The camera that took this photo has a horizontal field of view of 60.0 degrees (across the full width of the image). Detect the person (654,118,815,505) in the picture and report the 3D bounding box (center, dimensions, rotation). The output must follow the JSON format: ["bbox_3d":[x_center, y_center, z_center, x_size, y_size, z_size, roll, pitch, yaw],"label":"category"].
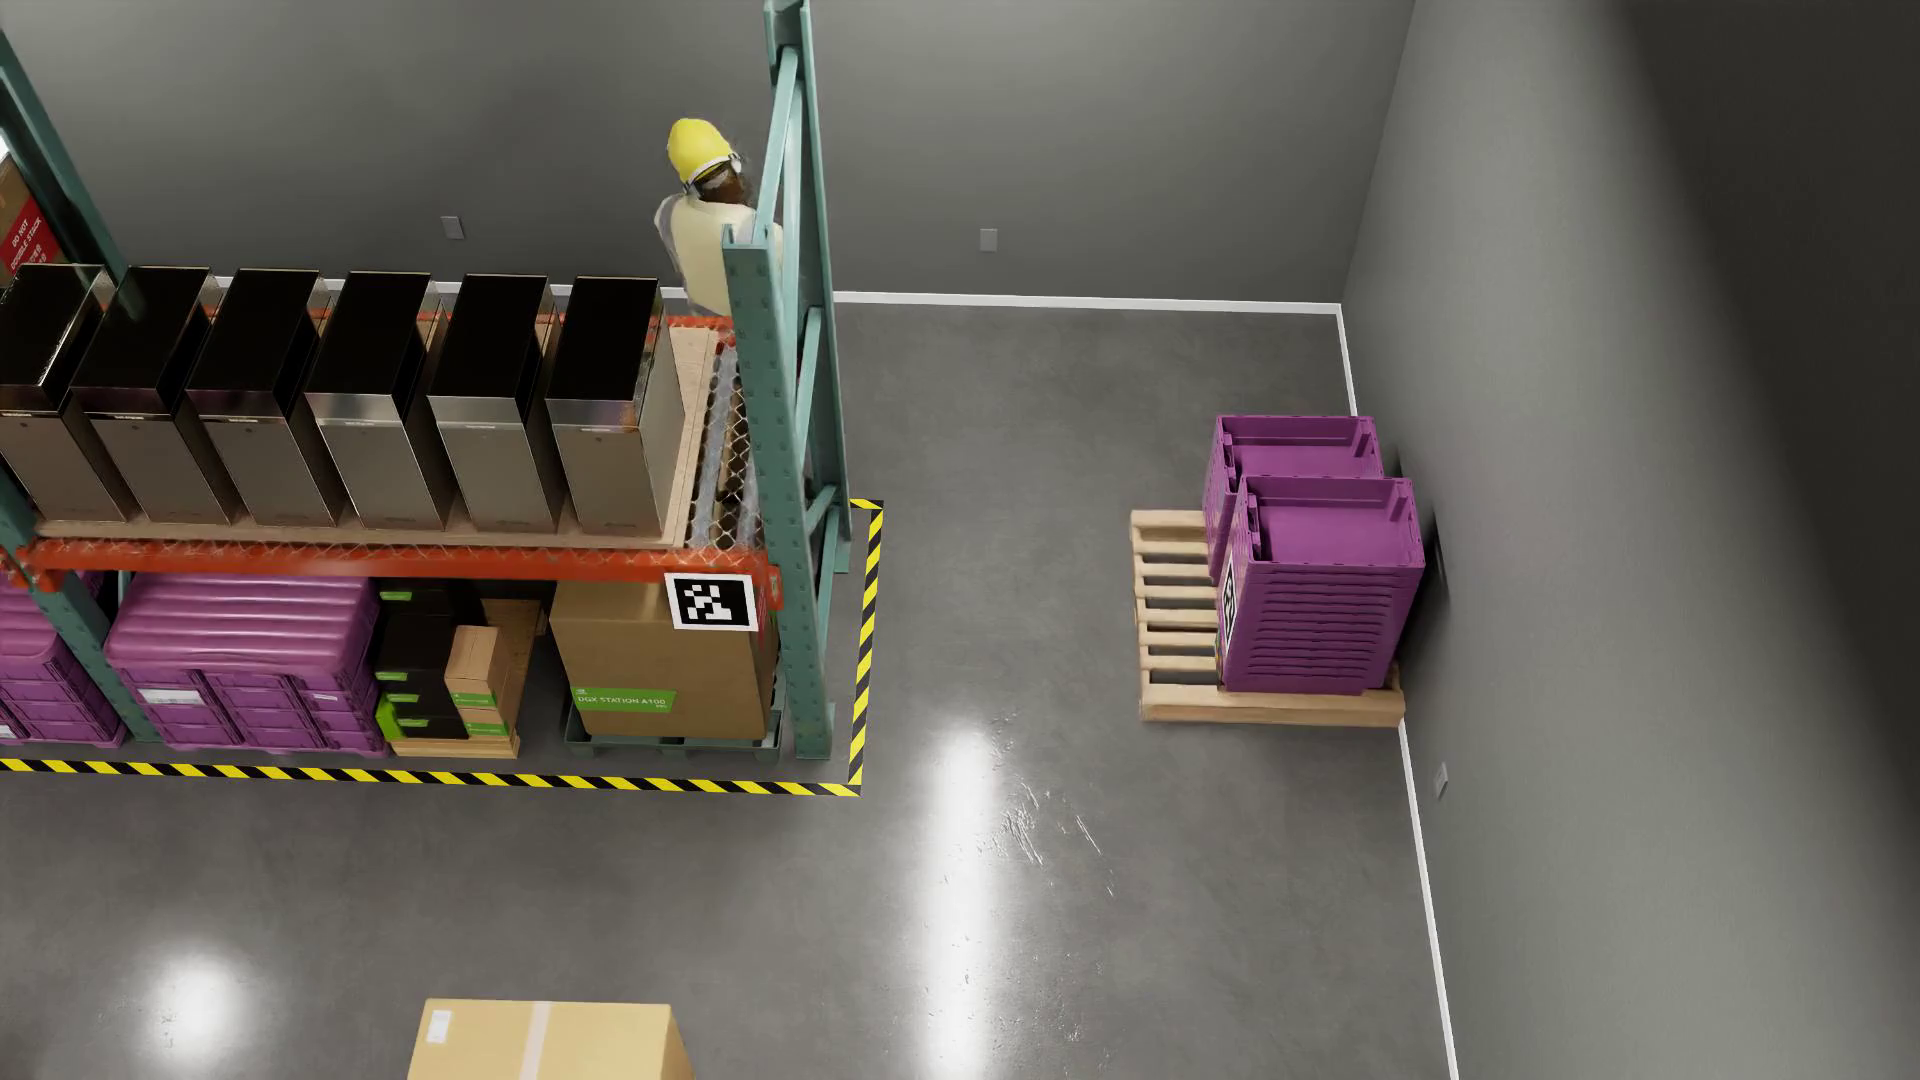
[{"bbox_3d":[-0.834,-0.803,6.429,0.667,1.783,0.425,31,58,22],"label":"person"}]
